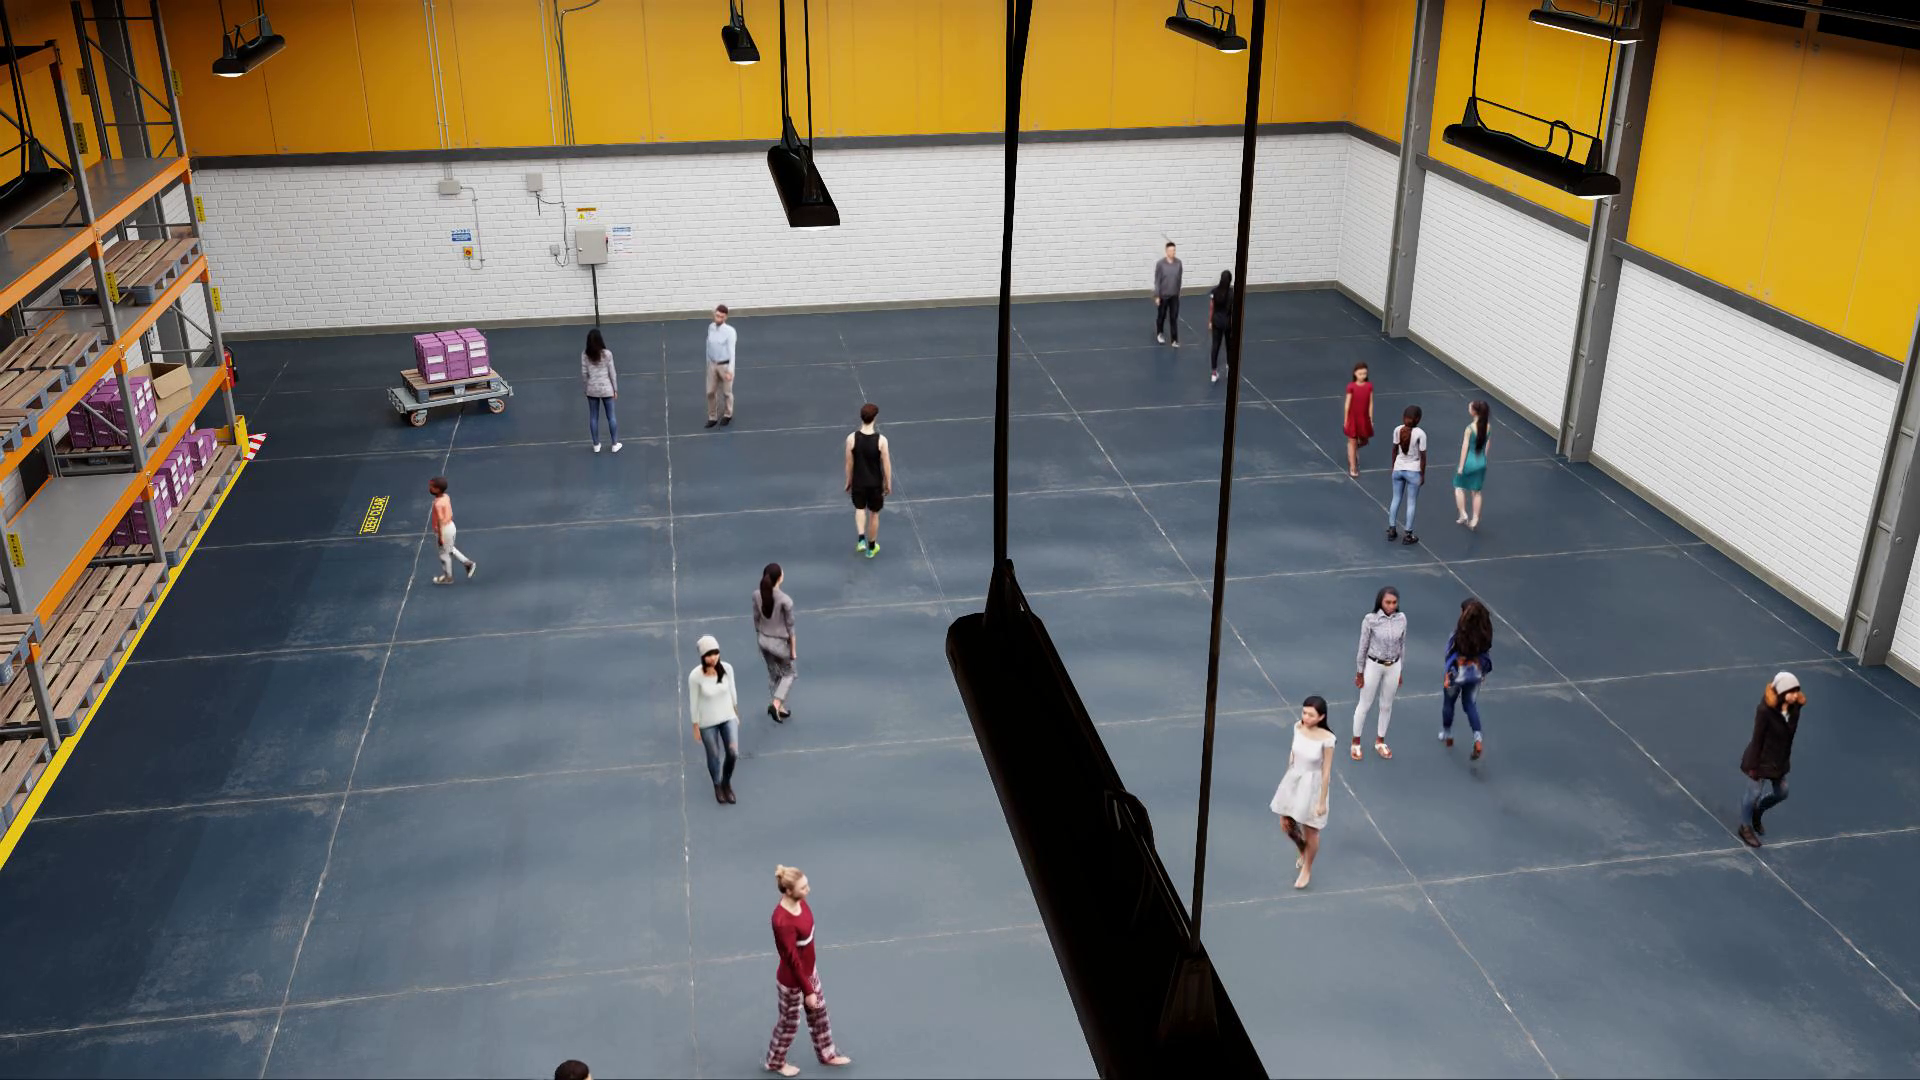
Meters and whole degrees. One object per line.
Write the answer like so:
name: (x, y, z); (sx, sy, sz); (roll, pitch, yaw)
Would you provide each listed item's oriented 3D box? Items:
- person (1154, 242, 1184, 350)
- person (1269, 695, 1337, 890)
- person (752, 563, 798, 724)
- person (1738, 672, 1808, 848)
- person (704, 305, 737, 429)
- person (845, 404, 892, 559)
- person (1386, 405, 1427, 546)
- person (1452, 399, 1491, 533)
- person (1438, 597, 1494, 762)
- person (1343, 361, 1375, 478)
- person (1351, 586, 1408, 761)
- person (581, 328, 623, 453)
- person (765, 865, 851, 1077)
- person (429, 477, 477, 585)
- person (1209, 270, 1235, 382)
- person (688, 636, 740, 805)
person: (3.391, -4.026, 27.345); (0.650, 1.712, 1.123); (-3, 24, -8)
person: (2.868, 2.020, 13.454); (0.824, 1.759, 0.876); (22, 32, 40)
person: (-1.802, 1.045, 15.807); (0.794, 1.661, 0.856); (13, 27, 27)
person: (6.791, 1.816, 14.087); (0.620, 1.626, 0.602); (-5, 24, -12)
person: (-3.400, -2.473, 23.675); (0.889, 1.806, 0.963); (14, 27, 30)
person: (-1.095, -0.644, 19.400); (0.796, 1.879, 0.801); (3, 24, 6)
person: (5.363, -0.798, 19.951); (0.647, 1.719, 0.731); (20, 31, 38)
person: (6.244, -0.873, 20.179); (0.697, 1.673, 0.678); (-7, 24, -15)
person: (4.674, 1.300, 15.301); (0.619, 1.599, 0.936); (-4, 24, -9)
person: (5.277, -1.646, 22.111); (0.579, 1.543, 0.767); (-3, 24, -7)
person: (3.884, 1.211, 15.349); (0.617, 1.724, 0.527); (-2, 24, -4)
person: (-4.942, -2.058, 22.819); (0.640, 1.731, 0.576); (0, 24, 0)
person: (-1.167, 2.964, 11.386); (0.852, 1.687, 0.857); (4, 24, 9)
person: (-5.790, -0.108, 18.893); (0.658, 1.302, 0.707); (2, 24, 4)
person: (4.030, -3.272, 25.647); (1.050, 1.691, 1.245); (10, 26, 22)
person: (-2.180, 1.557, 14.666); (0.667, 1.637, 0.668); (-10, 26, -22)
